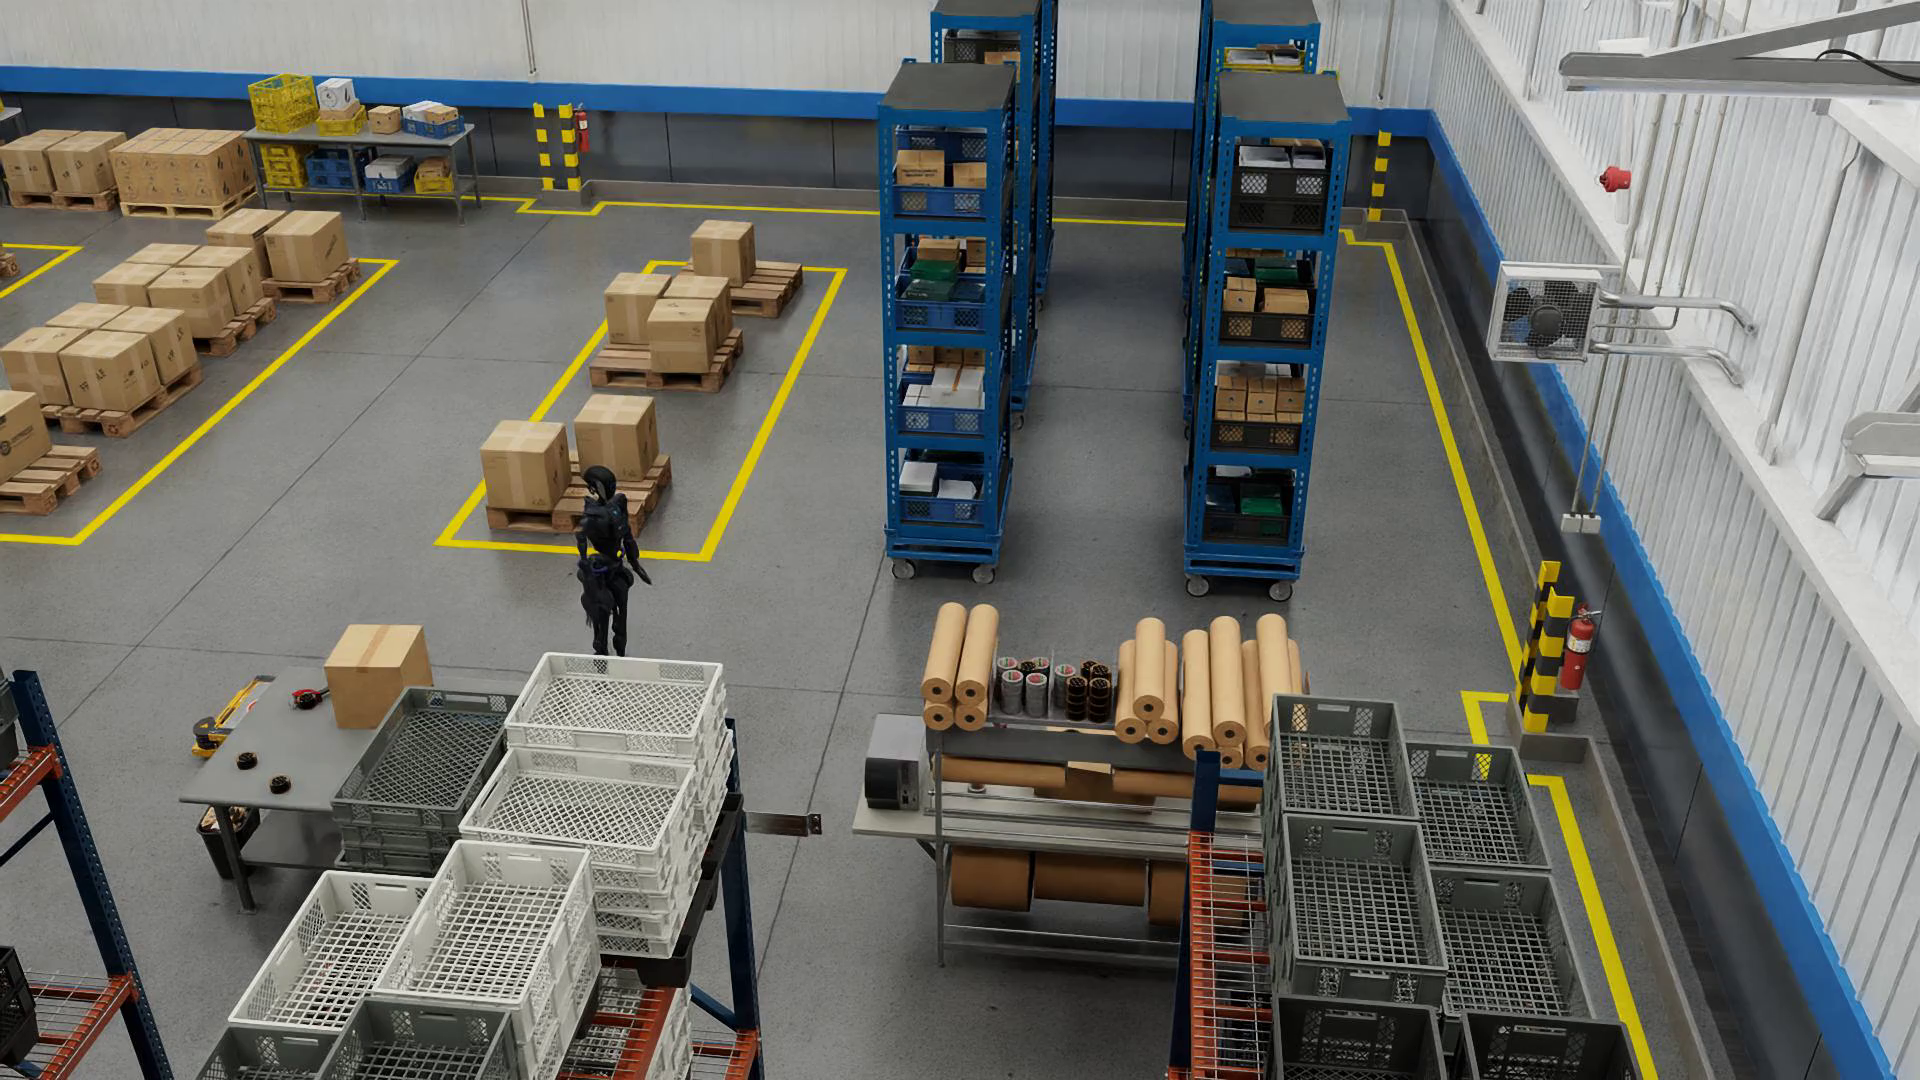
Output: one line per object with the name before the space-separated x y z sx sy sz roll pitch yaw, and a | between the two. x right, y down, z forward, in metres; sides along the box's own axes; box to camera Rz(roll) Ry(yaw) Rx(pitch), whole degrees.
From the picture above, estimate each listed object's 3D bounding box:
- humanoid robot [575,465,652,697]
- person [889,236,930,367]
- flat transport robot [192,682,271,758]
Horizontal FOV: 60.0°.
humanoid robot | -2.265 0.264 10.806 0.331 1.657 0.599 12 32 20
person | -0.298 -1.620 13.860 0.572 1.875 0.356 -1 30 -2
flat transport robot | -4.089 1.163 10.648 1.431 0.197 0.652 3 30 6
